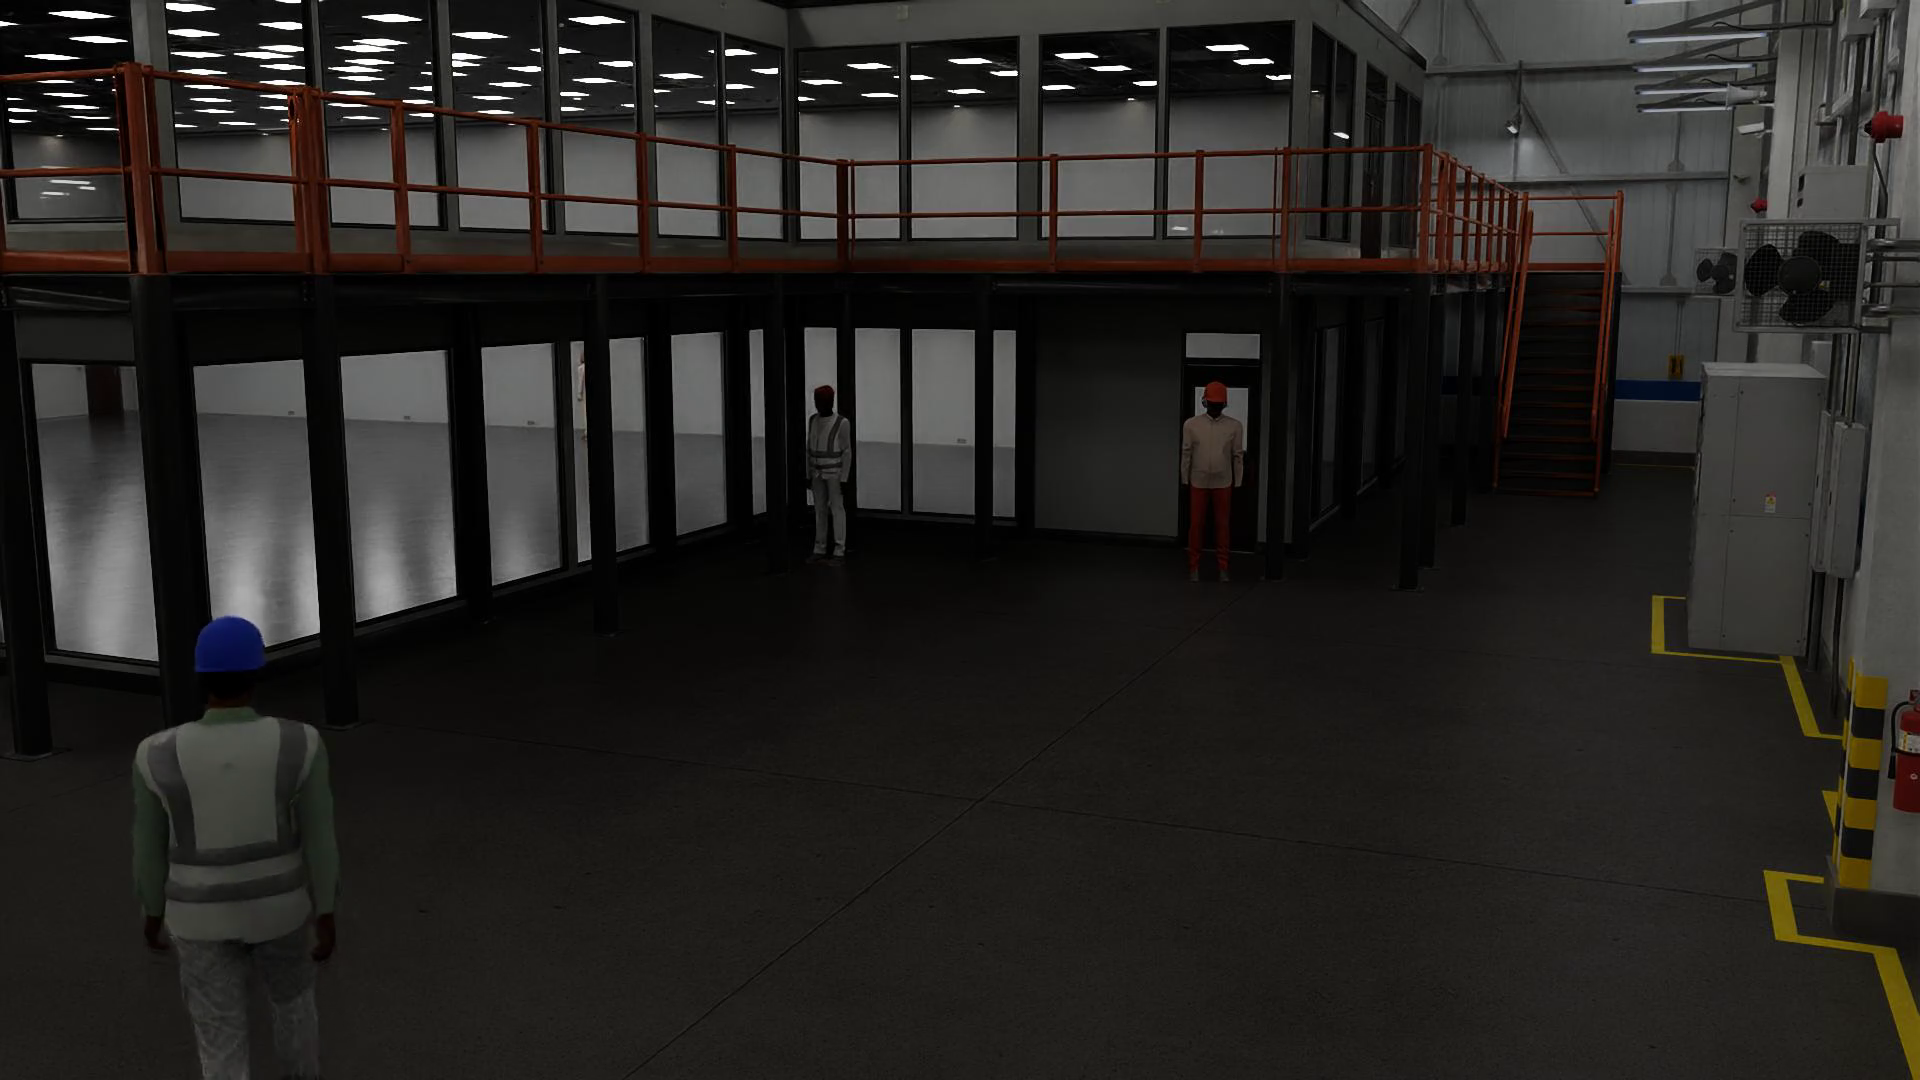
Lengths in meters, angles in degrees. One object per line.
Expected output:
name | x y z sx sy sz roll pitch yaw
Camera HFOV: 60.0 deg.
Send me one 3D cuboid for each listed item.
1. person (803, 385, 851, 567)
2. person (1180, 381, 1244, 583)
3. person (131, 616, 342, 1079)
person | -1.378 -0.664 17.220 0.572 1.887 0.353 7 12 38
person | 2.469 -0.563 16.304 0.612 1.986 0.406 1 9 5
person | -2.411 1.205 5.565 0.625 1.923 0.653 -4 10 -24
